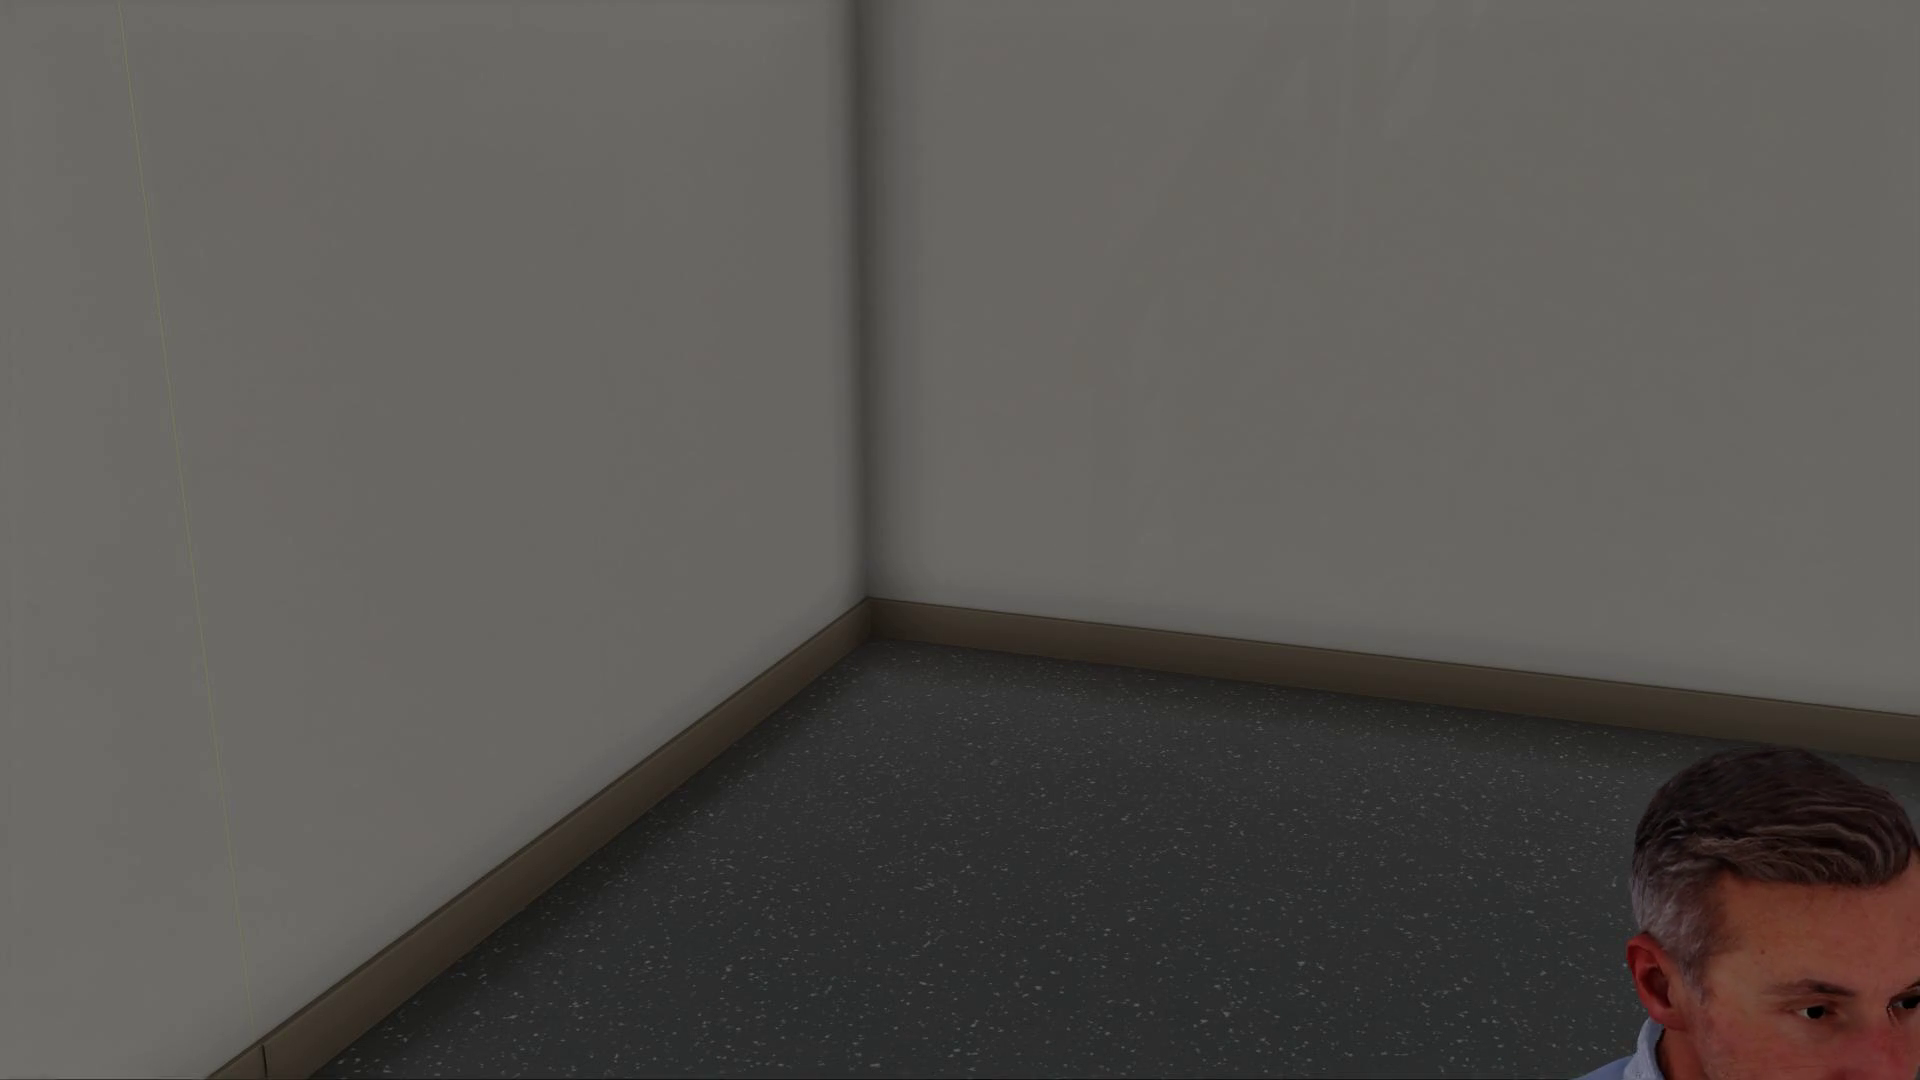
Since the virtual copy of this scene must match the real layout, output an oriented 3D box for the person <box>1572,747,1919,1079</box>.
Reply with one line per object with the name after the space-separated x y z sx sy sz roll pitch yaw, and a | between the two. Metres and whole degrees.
0.545 1.013 1.349 0.768 1.828 0.794 -5 16 -17 | person
